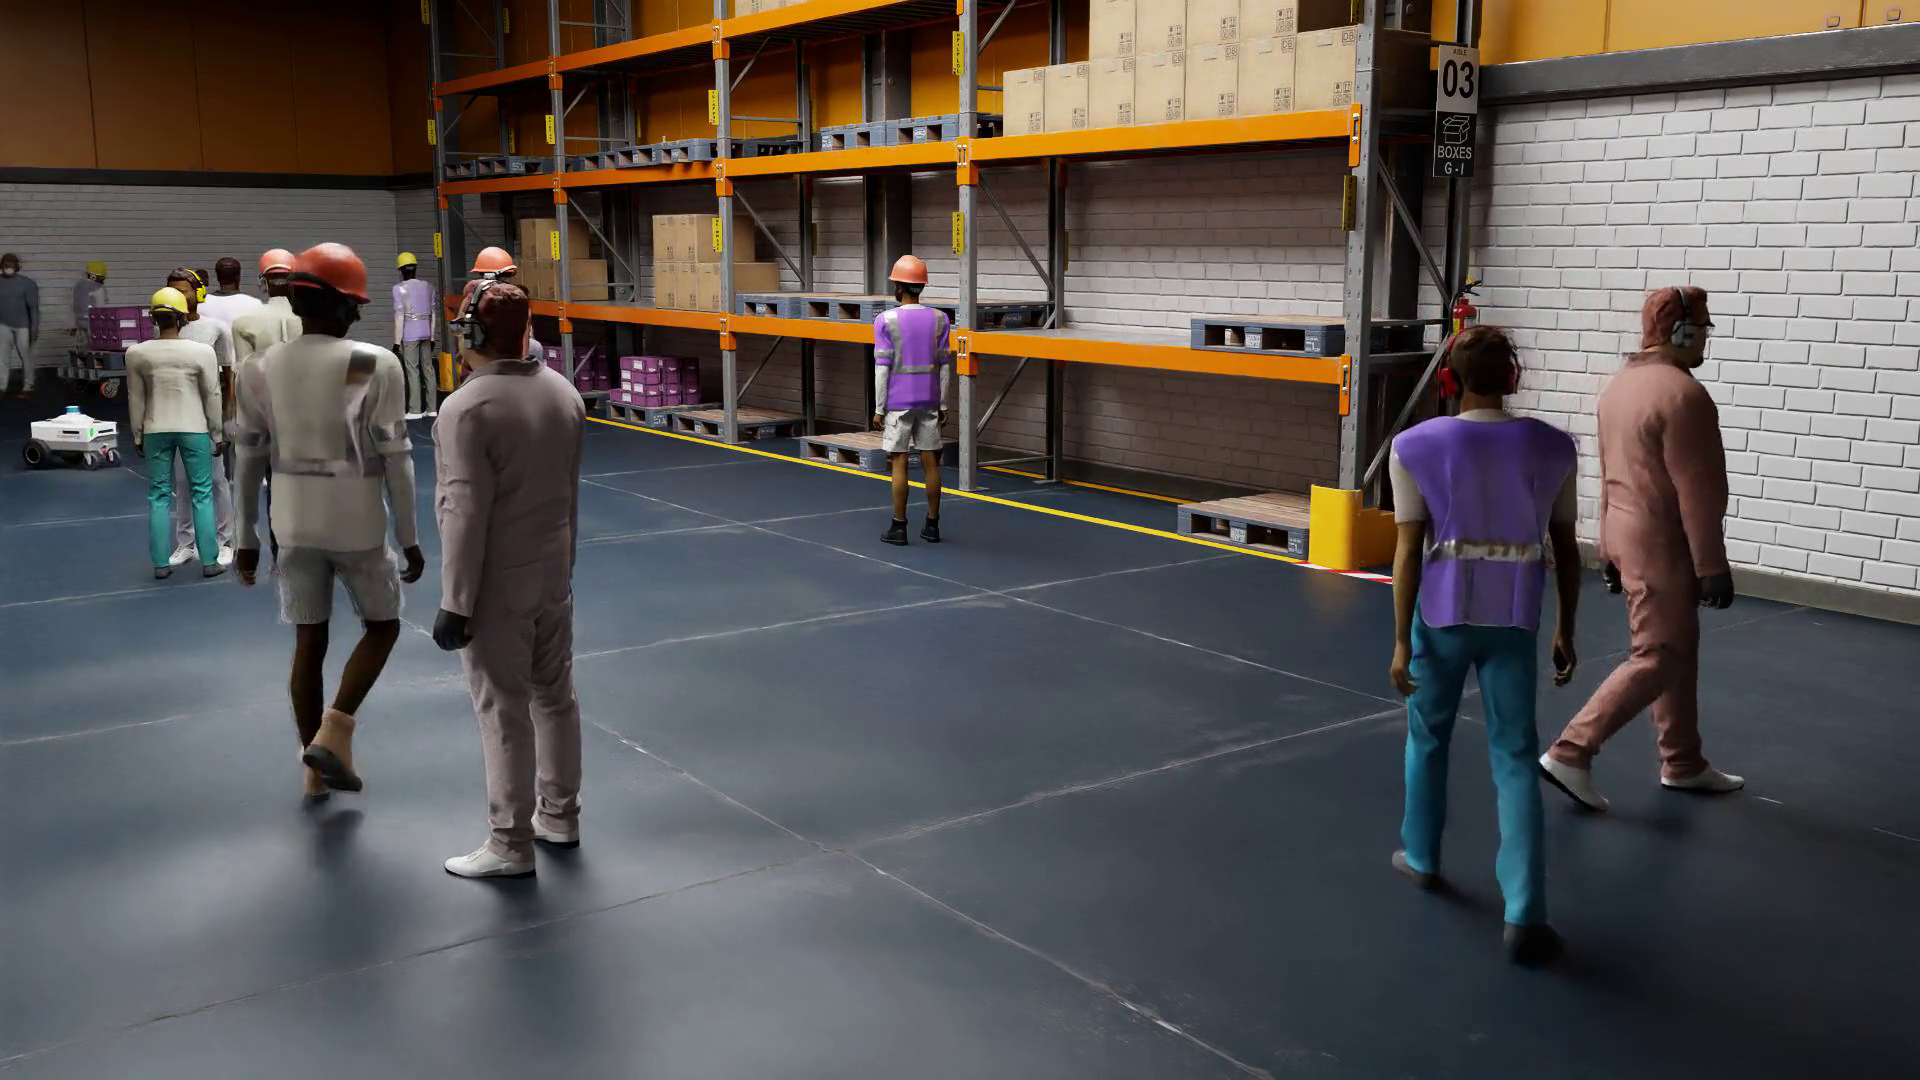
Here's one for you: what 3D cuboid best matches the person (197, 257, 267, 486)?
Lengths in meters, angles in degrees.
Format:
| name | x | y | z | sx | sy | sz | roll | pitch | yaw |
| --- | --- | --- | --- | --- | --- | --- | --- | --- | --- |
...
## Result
| name | x | y | z | sx | sy | sz | roll | pitch | yaw |
| --- | --- | --- | --- | --- | --- | --- | --- | --- | --- |
| person | -5.998 | -1.366 | 13.722 | 0.594 | 1.909 | 0.394 | -1 | 10 | -7 |

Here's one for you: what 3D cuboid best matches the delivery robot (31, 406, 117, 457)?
| name | x | y | z | sx | sy | sz | roll | pitch | yaw |
| --- | --- | --- | --- | --- | --- | --- | --- | --- | --- |
| delivery robot | -7.980 | -0.963 | 14.981 | 0.707 | 0.478 | 0.477 | 3 | 10 | 15 |

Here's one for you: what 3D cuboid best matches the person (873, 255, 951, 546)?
| name | x | y | z | sx | sy | sz | roll | pitch | yaw |
| --- | --- | --- | --- | --- | --- | --- | --- | --- | --- |
| person | -0.331 | -0.931 | 11.179 | 0.552 | 1.942 | 0.342 | -5 | 11 | -24 |

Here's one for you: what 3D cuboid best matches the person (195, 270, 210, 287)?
| name | x | y | z | sx | sy | sz | roll | pitch | yaw |
| --- | --- | --- | --- | --- | --- | --- | --- | --- | --- |
| person | -11.384 | -3.238 | 25.003 | 0.276 | 1.622 | 0.500 | -7 | 12 | -35 |

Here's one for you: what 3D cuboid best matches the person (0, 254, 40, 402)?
| name | x | y | z | sx | sy | sz | roll | pitch | yaw |
| --- | --- | --- | --- | --- | --- | --- | --- | --- | --- |
| person | -12.142 | -2.711 | 21.320 | 0.648 | 1.879 | 1.039 | -2 | 10 | -10 |

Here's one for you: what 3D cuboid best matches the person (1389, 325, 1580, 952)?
| name | x | y | z | sx | sy | sz | roll | pitch | yaw |
| --- | --- | --- | --- | --- | --- | --- | --- | --- | --- |
| person | 1.563 | 0.272 | 4.919 | 0.588 | 1.791 | 0.823 | 0 | 10 | 2 |

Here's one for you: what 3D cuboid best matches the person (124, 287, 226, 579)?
| name | x | y | z | sx | sy | sz | roll | pitch | yaw |
| --- | --- | --- | --- | --- | --- | --- | --- | --- | --- |
| person | -4.736 | -0.639 | 10.068 | 0.526 | 1.760 | 0.341 | -2 | 10 | -11 |

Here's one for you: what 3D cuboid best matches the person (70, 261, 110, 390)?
| name | x | y | z | sx | sy | sz | roll | pitch | yaw |
| --- | --- | --- | --- | --- | --- | --- | --- | --- | --- |
| person | -11.986 | -2.954 | 22.959 | 0.670 | 1.786 | 0.457 | 6 | 12 | 29 |

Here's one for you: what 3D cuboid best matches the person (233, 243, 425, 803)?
| name | x | y | z | sx | sy | sz | roll | pitch | yaw |
| --- | --- | --- | --- | --- | --- | --- | --- | --- | --- |
| person | -2.273 | -0.037 | 5.955 | 0.705 | 2.024 | 0.529 | 1 | 10 | 3 |

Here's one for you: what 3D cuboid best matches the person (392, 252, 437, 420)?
| name | x | y | z | sx | sy | sz | roll | pitch | yaw |
| --- | --- | --- | --- | --- | --- | --- | --- | --- | --- |
| person | -6.276 | -2.334 | 19.108 | 0.381 | 1.917 | 0.584 | 6 | 12 | 31 |

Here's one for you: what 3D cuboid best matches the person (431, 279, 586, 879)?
| name | x | y | z | sx | sy | sz | roll | pitch | yaw |
| --- | --- | --- | --- | --- | --- | --- | --- | --- | --- |
| person | -1.466 | 0.129 | 5.343 | 0.407 | 1.910 | 0.638 | 4 | 11 | 20 |

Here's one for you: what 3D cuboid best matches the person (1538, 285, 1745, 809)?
| name | x | y | z | sx | sy | sz | roll | pitch | yaw |
| --- | --- | --- | --- | --- | --- | --- | --- | --- | --- |
| person | 2.491 | 0.035 | 5.950 | 0.814 | 1.880 | 0.648 | 1 | 10 | 4 |

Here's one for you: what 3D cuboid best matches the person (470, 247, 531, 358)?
| name | x | y | z | sx | sy | sz | roll | pitch | yaw |
| --- | --- | --- | --- | --- | --- | --- | --- | --- | --- |
| person | -3.157 | -1.011 | 11.478 | 0.375 | 1.995 | 0.610 | 2 | 10 | 10 |

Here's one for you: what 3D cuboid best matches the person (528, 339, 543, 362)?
| name | x | y | z | sx | sy | sz | roll | pitch | yaw |
| --- | --- | --- | --- | --- | --- | --- | --- | --- | --- |
| person | -3.181 | -0.881 | 11.766 | 0.502 | 1.633 | 0.280 | 0 | 10 | 0 |

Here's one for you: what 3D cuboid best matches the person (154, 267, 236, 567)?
| name | x | y | z | sx | sy | sz | roll | pitch | yaw |
| --- | --- | --- | --- | --- | --- | --- | --- | --- | --- |
| person | -4.795 | -0.760 | 10.422 | 0.518 | 1.874 | 0.327 | 0 | 10 | -1 |

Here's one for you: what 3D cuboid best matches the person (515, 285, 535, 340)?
| name | x | y | z | sx | sy | sz | roll | pitch | yaw |
| --- | --- | --- | --- | --- | --- | --- | --- | --- | --- |
| person | -4.016 | -1.482 | 15.072 | 0.853 | 1.654 | 0.536 | -1 | 10 | -4 |

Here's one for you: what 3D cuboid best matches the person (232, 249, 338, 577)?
| name | x | y | z | sx | sy | sz | roll | pitch | yaw |
| --- | --- | --- | --- | --- | --- | --- | --- | --- | --- |
| person | -4.075 | -0.768 | 10.140 | 0.612 | 1.989 | 0.400 | -4 | 11 | -22 |
